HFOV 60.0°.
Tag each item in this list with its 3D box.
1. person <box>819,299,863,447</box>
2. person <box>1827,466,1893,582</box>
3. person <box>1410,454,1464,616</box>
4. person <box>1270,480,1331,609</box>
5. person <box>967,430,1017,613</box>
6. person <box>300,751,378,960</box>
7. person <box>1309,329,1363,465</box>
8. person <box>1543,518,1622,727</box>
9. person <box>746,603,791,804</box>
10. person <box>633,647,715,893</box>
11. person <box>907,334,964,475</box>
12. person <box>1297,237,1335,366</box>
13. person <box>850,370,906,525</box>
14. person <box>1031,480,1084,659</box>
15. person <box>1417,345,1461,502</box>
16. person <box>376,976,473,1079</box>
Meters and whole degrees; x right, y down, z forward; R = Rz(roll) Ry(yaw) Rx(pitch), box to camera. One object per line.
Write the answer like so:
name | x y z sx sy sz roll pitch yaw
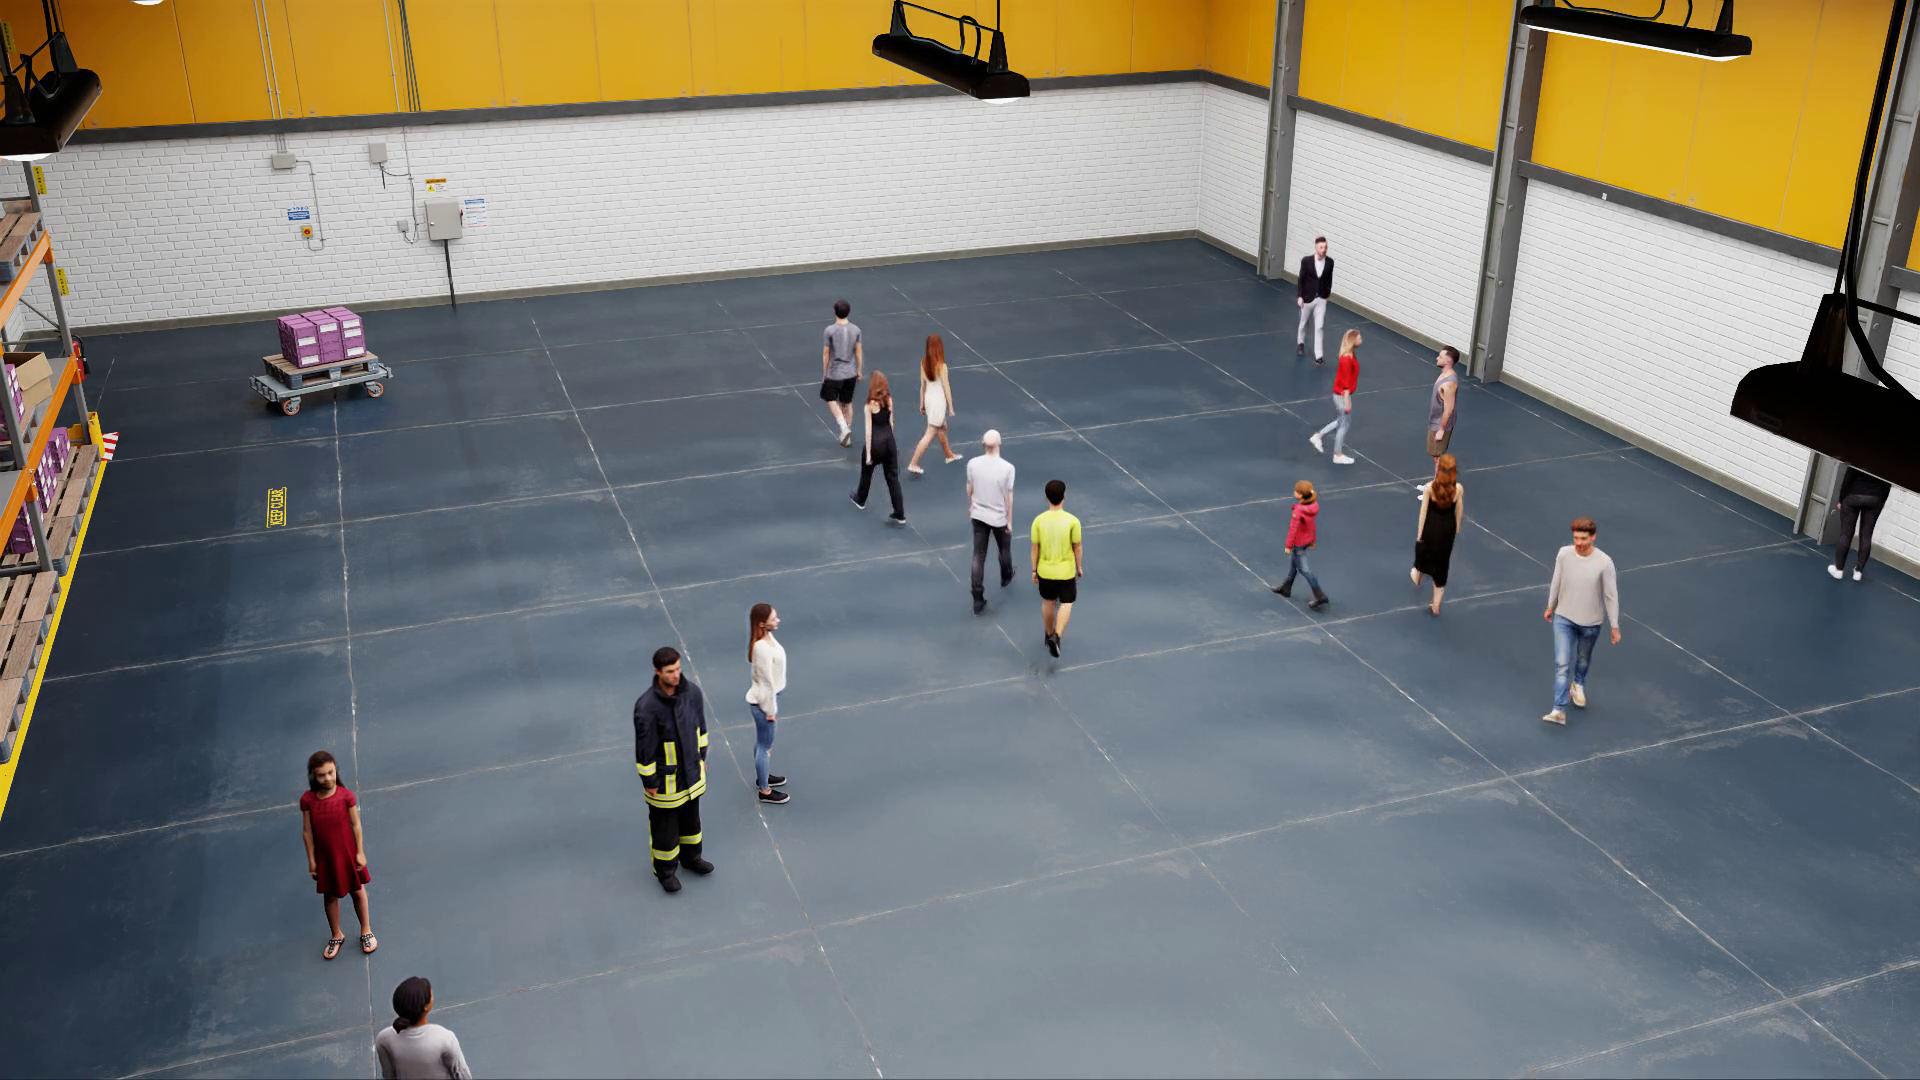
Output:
person | -1.438 -2.024 20.546 0.682 1.856 0.791 -10 25 -21
person | 9.238 -0.393 17.027 0.696 1.686 0.718 6 24 14
person | 4.708 -0.027 16.316 0.879 1.584 1.137 1 24 3
person | 3.449 0.061 16.487 0.978 1.287 0.804 17 29 34
person | 0.266 -0.151 16.356 1.161 1.780 1.282 8 25 18
person | -4.280 2.134 11.416 0.557 1.551 0.618 -6 24 -13
person | 4.549 -1.722 20.058 0.891 1.694 0.861 5 24 11
person | 5.376 0.661 14.428 1.276 1.837 1.311 11 26 23
person | -1.538 1.275 13.205 0.731 1.692 0.576 -2 24 -5
person | -2.094 1.628 12.102 0.862 1.928 0.883 20 31 38
person | -0.351 -1.568 19.736 0.935 1.670 1.167 -20 31 -38
person | 5.051 -3.469 23.933 0.960 1.790 1.311 0 24 0
person | -0.816 -0.984 18.369 0.872 1.694 1.211 -18 29 -35
person | 0.894 0.292 15.455 0.937 1.689 1.049 6 24 13
person | 5.523 -1.346 19.066 0.796 1.847 0.689 6 24 13
person | -2.852 3.095 8.983 0.714 1.737 0.699 3 24 7
